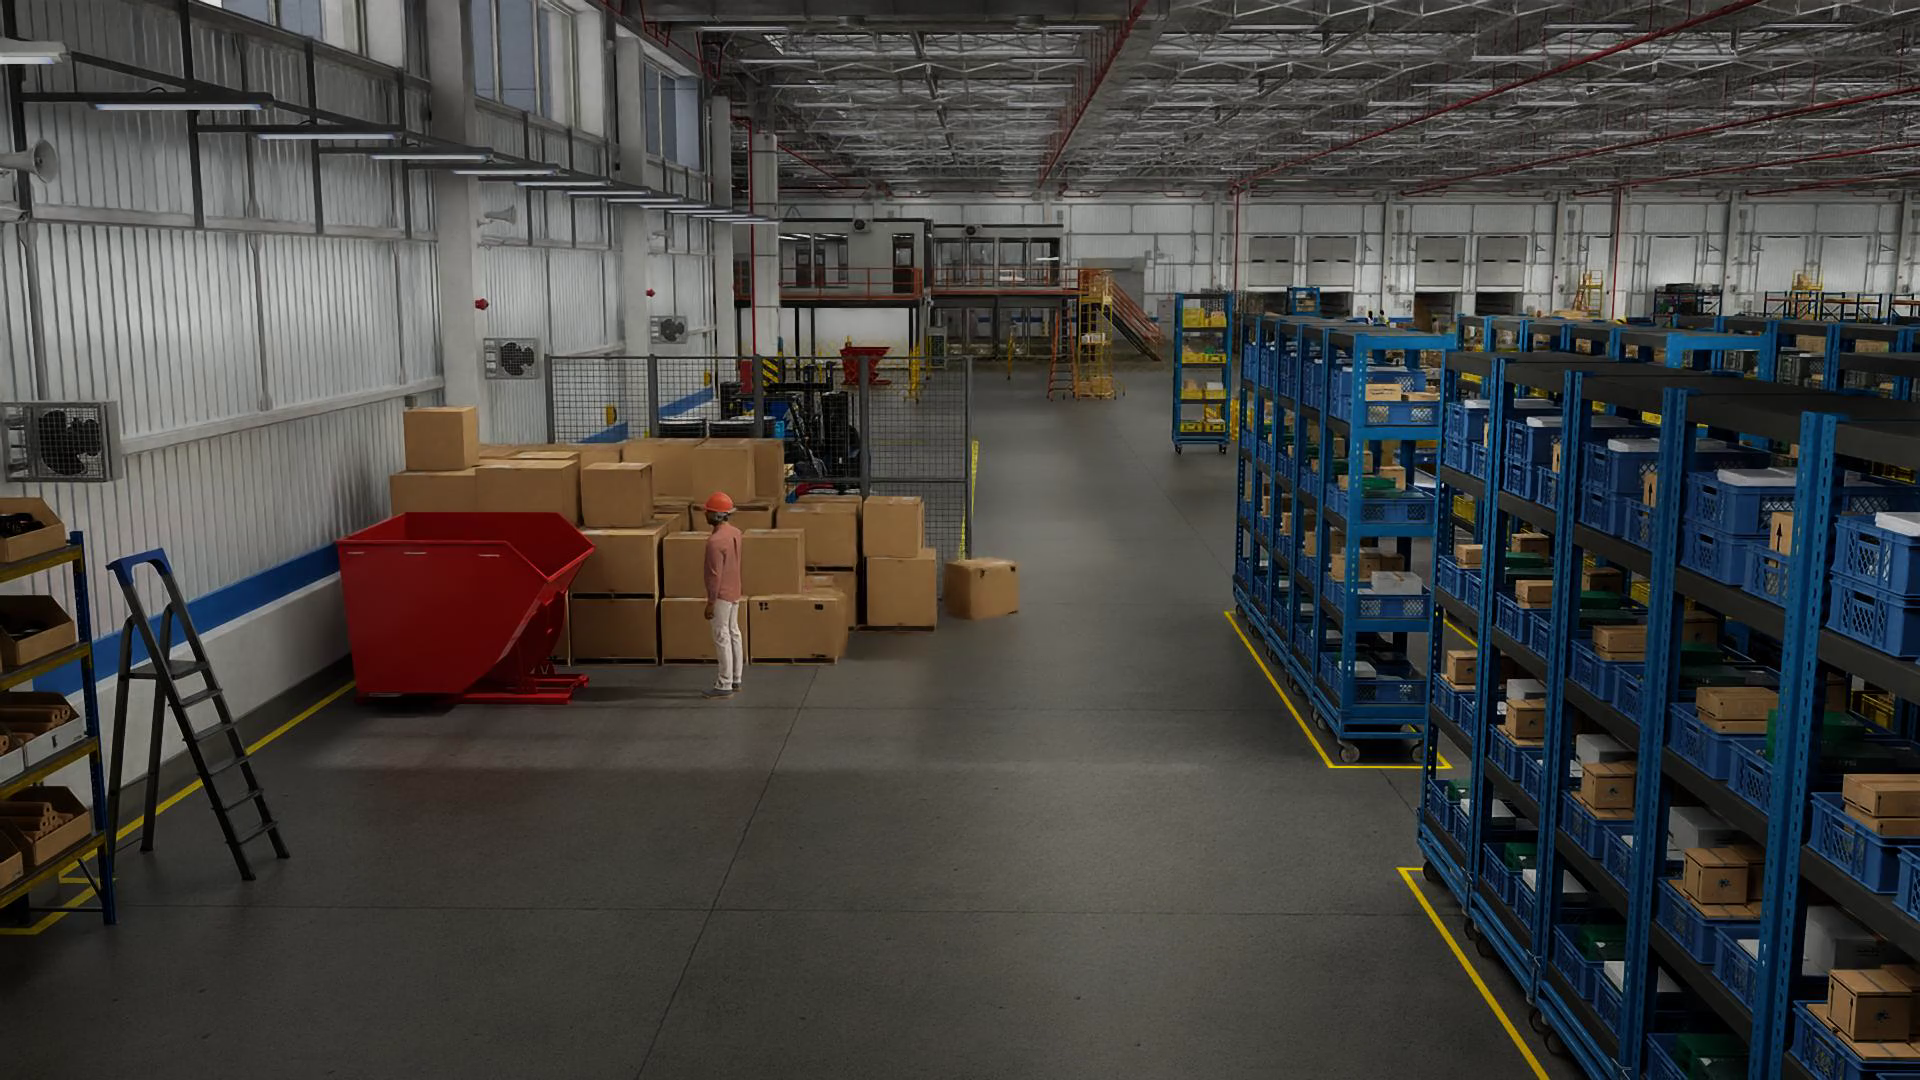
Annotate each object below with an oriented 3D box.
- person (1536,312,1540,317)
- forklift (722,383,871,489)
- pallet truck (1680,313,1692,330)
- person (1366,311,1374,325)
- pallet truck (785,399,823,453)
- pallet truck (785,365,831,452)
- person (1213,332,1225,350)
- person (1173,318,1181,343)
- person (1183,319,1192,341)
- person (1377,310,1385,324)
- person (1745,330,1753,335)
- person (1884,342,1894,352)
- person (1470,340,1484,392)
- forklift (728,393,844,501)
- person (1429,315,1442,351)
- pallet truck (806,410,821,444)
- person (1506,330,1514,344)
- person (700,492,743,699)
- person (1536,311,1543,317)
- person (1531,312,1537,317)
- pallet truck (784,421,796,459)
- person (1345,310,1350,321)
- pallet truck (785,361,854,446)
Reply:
[{"bbox_3d":[31.174,-11.363,89.665,0.596,1.901,0.503,2,10,15],"label":"person"},{"bbox_3d":[-2.893,-1.687,28.729,2.680,1.987,1.157,0,9,-1],"label":"forklift"},{"bbox_3d":[36.315,-10.531,84.244,0.823,1.965,1.885,-6,11,-33],"label":"pallet truck"},{"bbox_3d":[22.178,-11.433,90.046,0.599,1.917,0.376,-8,12,-39],"label":"person"},{"bbox_3d":[-3.814,-2.432,36.419,1.630,1.274,0.653,0,9,1],"label":"pallet truck"},{"bbox_3d":[-3.774,-2.976,37.635,1.885,1.965,0.823,1,9,5],"label":"pallet truck"},{"bbox_3d":[12.230,-9.527,78.465,0.598,1.871,0.992,0,9,-3],"label":"person"},{"bbox_3d":[10.528,-9.832,80.396,0.509,1.844,0.329,-6,11,-35],"label":"person"},{"bbox_3d":[13.201,-12.495,96.576,0.621,1.913,0.857,0,9,1],"label":"person"},{"bbox_3d":[24.229,-12.300,95.631,0.429,1.845,0.621,0,9,-2],"label":"person"},{"bbox_3d":[34.629,-8.759,73.179,0.538,2.000,0.683,-1,9,-9],"label":"person"},{"bbox_3d":[33.810,-6.537,60.546,0.320,1.693,0.539,0,9,-1],"label":"person"},{"bbox_3d":[17.729,-5.845,55.987,0.912,1.799,0.601,-1,9,-5],"label":"person"},{"bbox_3d":[-2.979,-1.316,26.476,2.680,1.987,1.157,0,9,1],"label":"forklift"},{"bbox_3d":[24.031,-10.442,84.063,0.964,1.886,0.598,-1,9,-8],"label":"person"},{"bbox_3d":[-3.559,-2.018,33.905,1.522,1.261,0.704,0,9,-1],"label":"pallet truck"},{"bbox_3d":[26.041,-9.543,78.555,0.583,1.870,0.576,3,10,19],"label":"person"},{"bbox_3d":[-2.289,0.530,16.007,0.373,1.997,0.616,2,10,14],"label":"person"},{"bbox_3d":[32.092,-11.779,92.296,0.575,1.882,0.355,9,13,43],"label":"person"},{"bbox_3d":[30.581,-11.296,89.283,0.681,1.893,0.605,6,11,32],"label":"person"},{"bbox_3d":[-4.013,-1.793,32.705,1.601,1.201,0.680,0,9,1],"label":"pallet truck"},{"bbox_3d":[22.041,-12.122,94.484,0.409,1.854,0.567,5,11,29],"label":"person"},{"bbox_3d":[-3.410,-3.193,38.978,1.885,1.965,0.823,0,9,-1],"label":"pallet truck"}]
